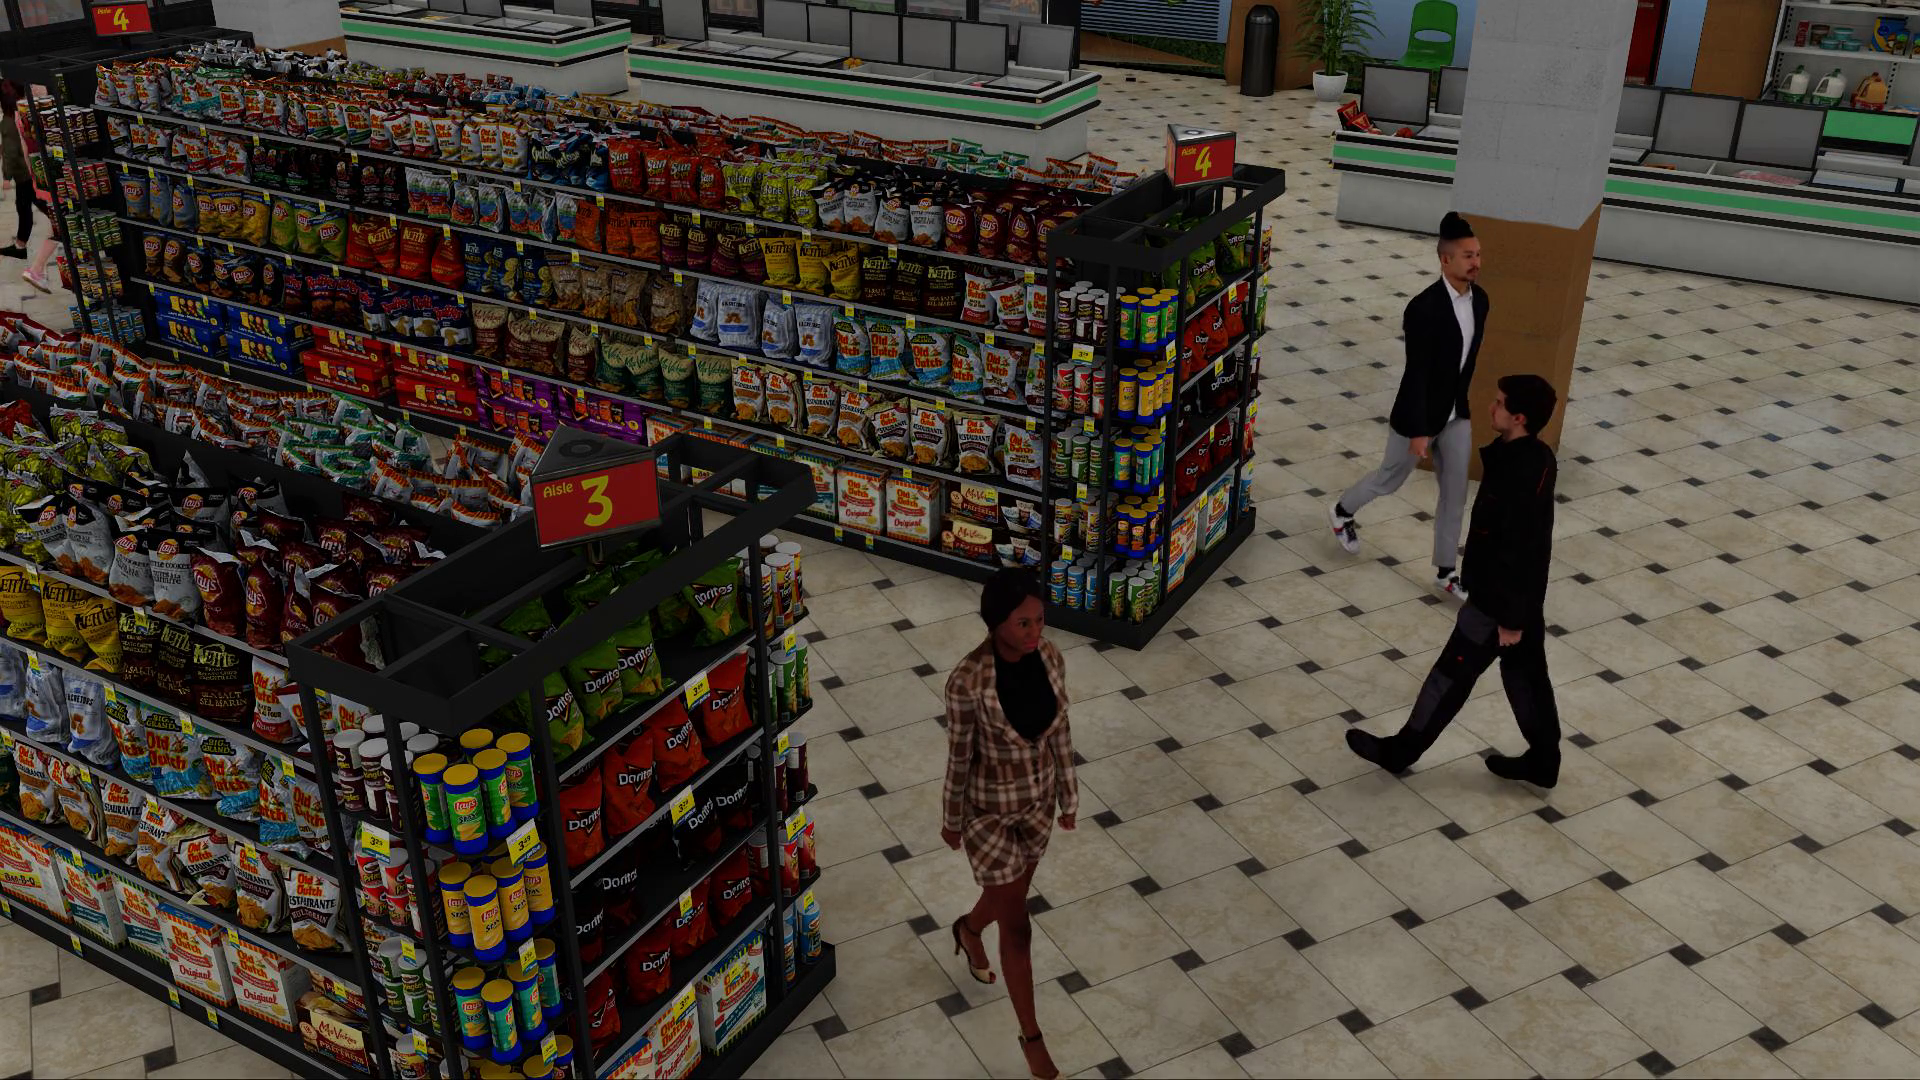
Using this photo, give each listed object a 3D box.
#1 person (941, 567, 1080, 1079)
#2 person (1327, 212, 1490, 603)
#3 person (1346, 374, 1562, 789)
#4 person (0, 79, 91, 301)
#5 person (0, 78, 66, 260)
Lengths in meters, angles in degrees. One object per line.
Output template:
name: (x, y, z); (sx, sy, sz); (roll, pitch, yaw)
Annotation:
person: (0.125, 0.870, 5.405); (0.879, 1.757, 1.081); (-16, 31, -29)
person: (2.263, -0.680, 8.285); (1.113, 1.917, 1.341); (-14, 30, -26)
person: (2.253, 0.244, 6.597); (1.125, 1.795, 0.830); (10, 29, 19)
person: (-6.741, -2.587, 12.242); (0.749, 1.738, 0.666); (17, 32, 30)
person: (-7.295, -2.888, 13.166); (1.068, 1.440, 0.943); (-3, 27, -5)
